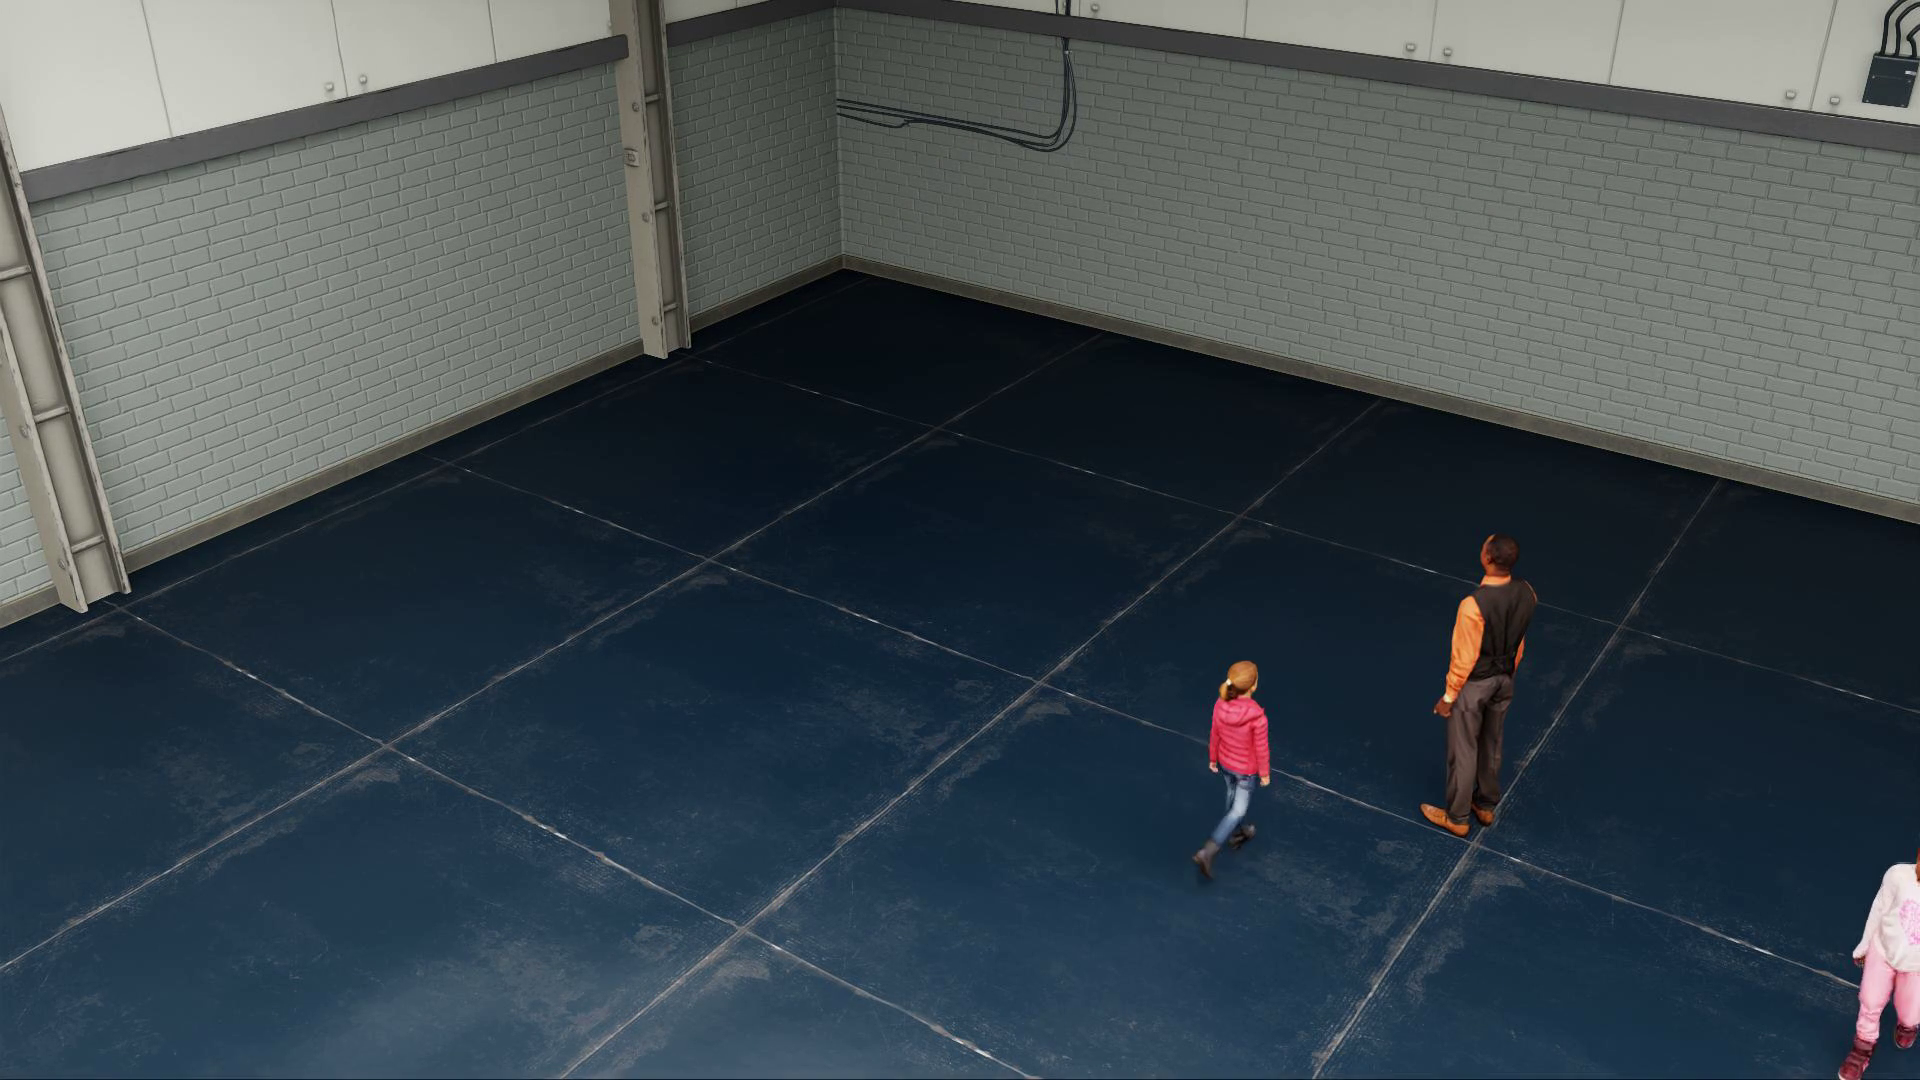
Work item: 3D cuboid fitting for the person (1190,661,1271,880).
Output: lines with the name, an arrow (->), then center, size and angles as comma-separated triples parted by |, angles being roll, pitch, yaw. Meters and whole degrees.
person -> 1.502, 1.283, 9.211 | 0.912, 1.297, 0.666 | -21, 34, -34

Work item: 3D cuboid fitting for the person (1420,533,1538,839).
person -> 2.966, 0.824, 9.424 | 0.724, 1.907, 0.848 | -13, 31, -23

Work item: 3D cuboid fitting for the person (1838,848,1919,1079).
person -> 4.485, 1.925, 7.864 | 0.615, 1.431, 0.819 | 24, 36, 38
